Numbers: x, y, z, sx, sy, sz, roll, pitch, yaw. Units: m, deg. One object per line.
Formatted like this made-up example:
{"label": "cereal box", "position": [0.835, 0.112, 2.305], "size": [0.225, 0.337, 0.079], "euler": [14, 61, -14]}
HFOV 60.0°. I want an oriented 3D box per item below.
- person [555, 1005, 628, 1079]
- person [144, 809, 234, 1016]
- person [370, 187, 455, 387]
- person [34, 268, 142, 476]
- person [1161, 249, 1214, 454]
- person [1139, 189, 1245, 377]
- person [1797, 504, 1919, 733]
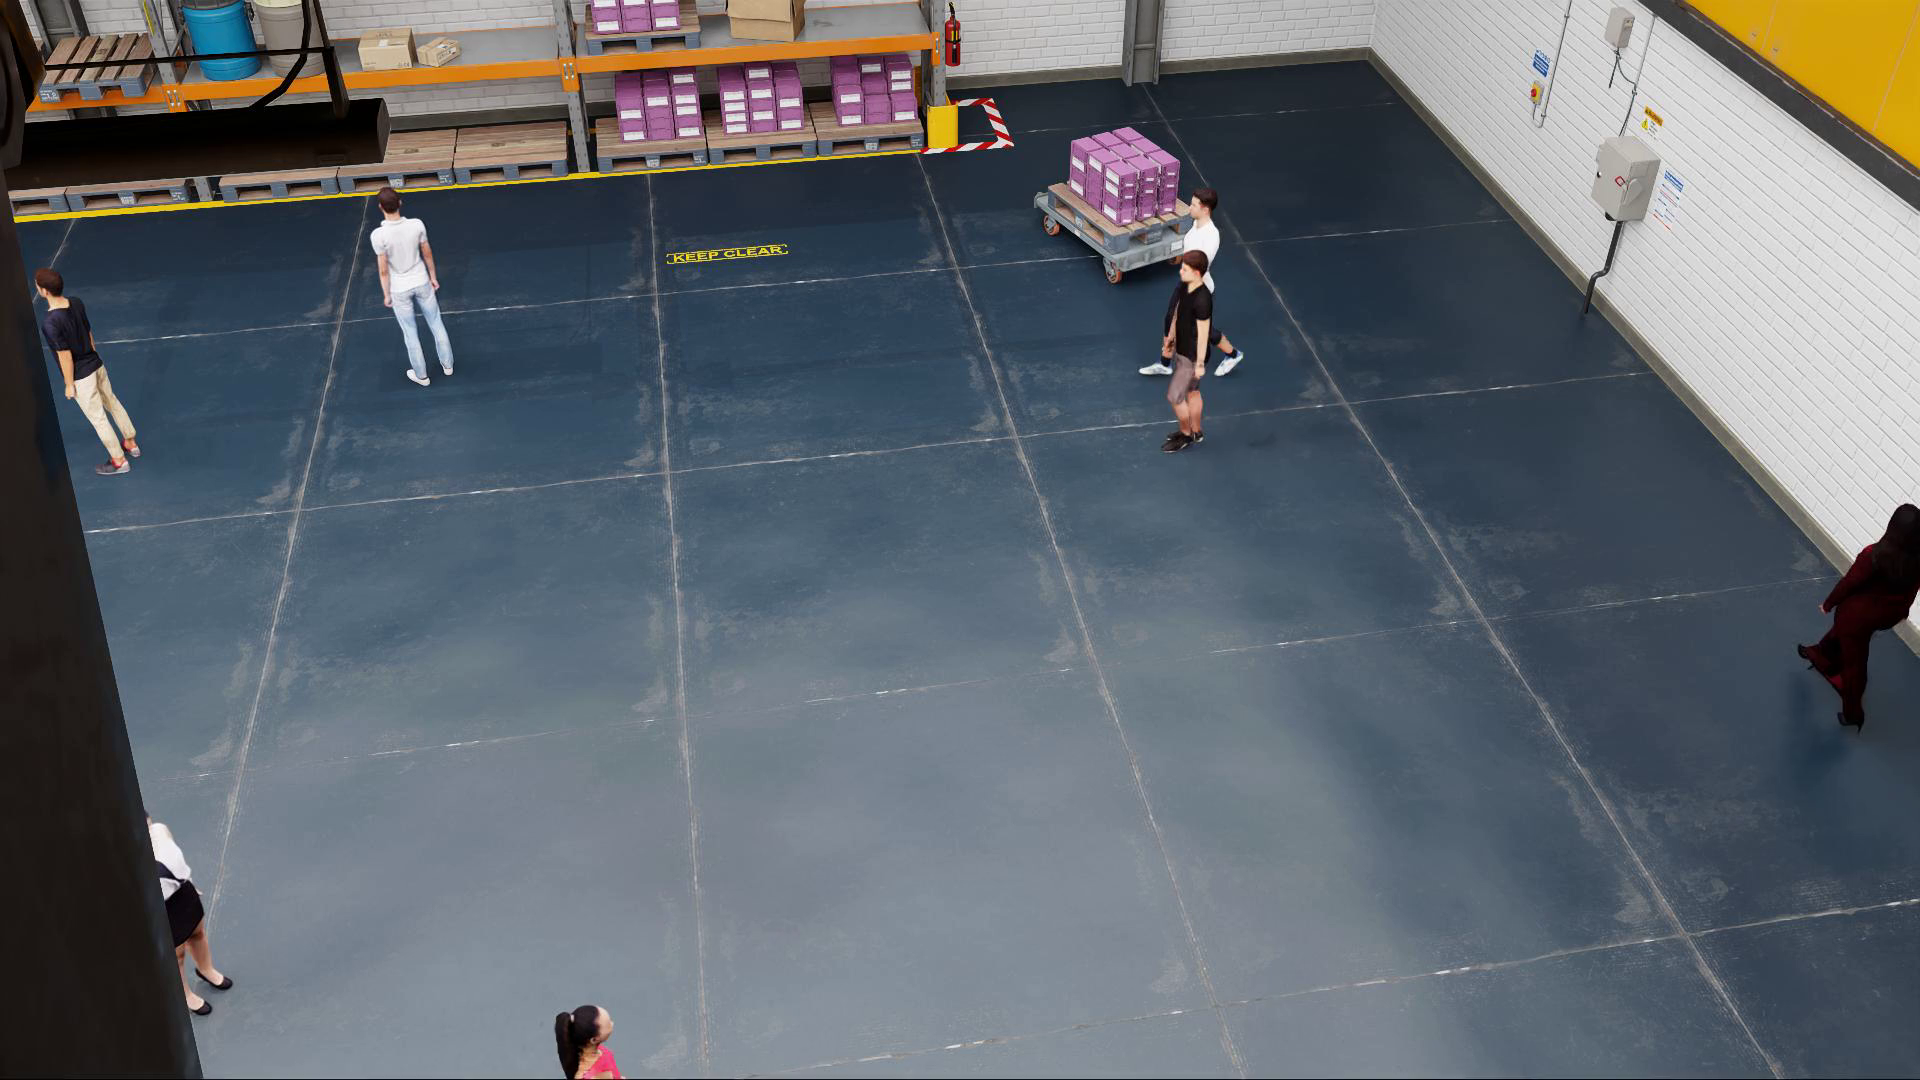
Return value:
{"label": "person", "position": [-1.868, 2.925, 8.282], "size": [0.881, 1.707, 0.737], "euler": [-19, 42, -22]}
{"label": "person", "position": [-4.474, 2.071, 9.399], "size": [0.620, 1.648, 0.611], "euler": [8, 39, 9]}
{"label": "person", "position": [-4.836, -2.229, 14.620], "size": [0.663, 1.850, 0.796], "euler": [-27, 46, -30]}
{"label": "person", "position": [-7.131, -1.377, 13.548], "size": [0.619, 1.857, 0.696], "euler": [2, 39, 3]}
{"label": "person", "position": [2.005, -1.568, 13.794], "size": [0.619, 1.849, 0.673], "euler": [-7, 39, -8]}
{"label": "person", "position": [2.159, -2.221, 14.625], "size": [1.161, 1.832, 0.679], "euler": [-8, 39, -10]}
{"label": "person", "position": [6.191, 0.567, 11.237], "size": [1.019, 1.703, 0.780], "euler": [-9, 39, -11]}
